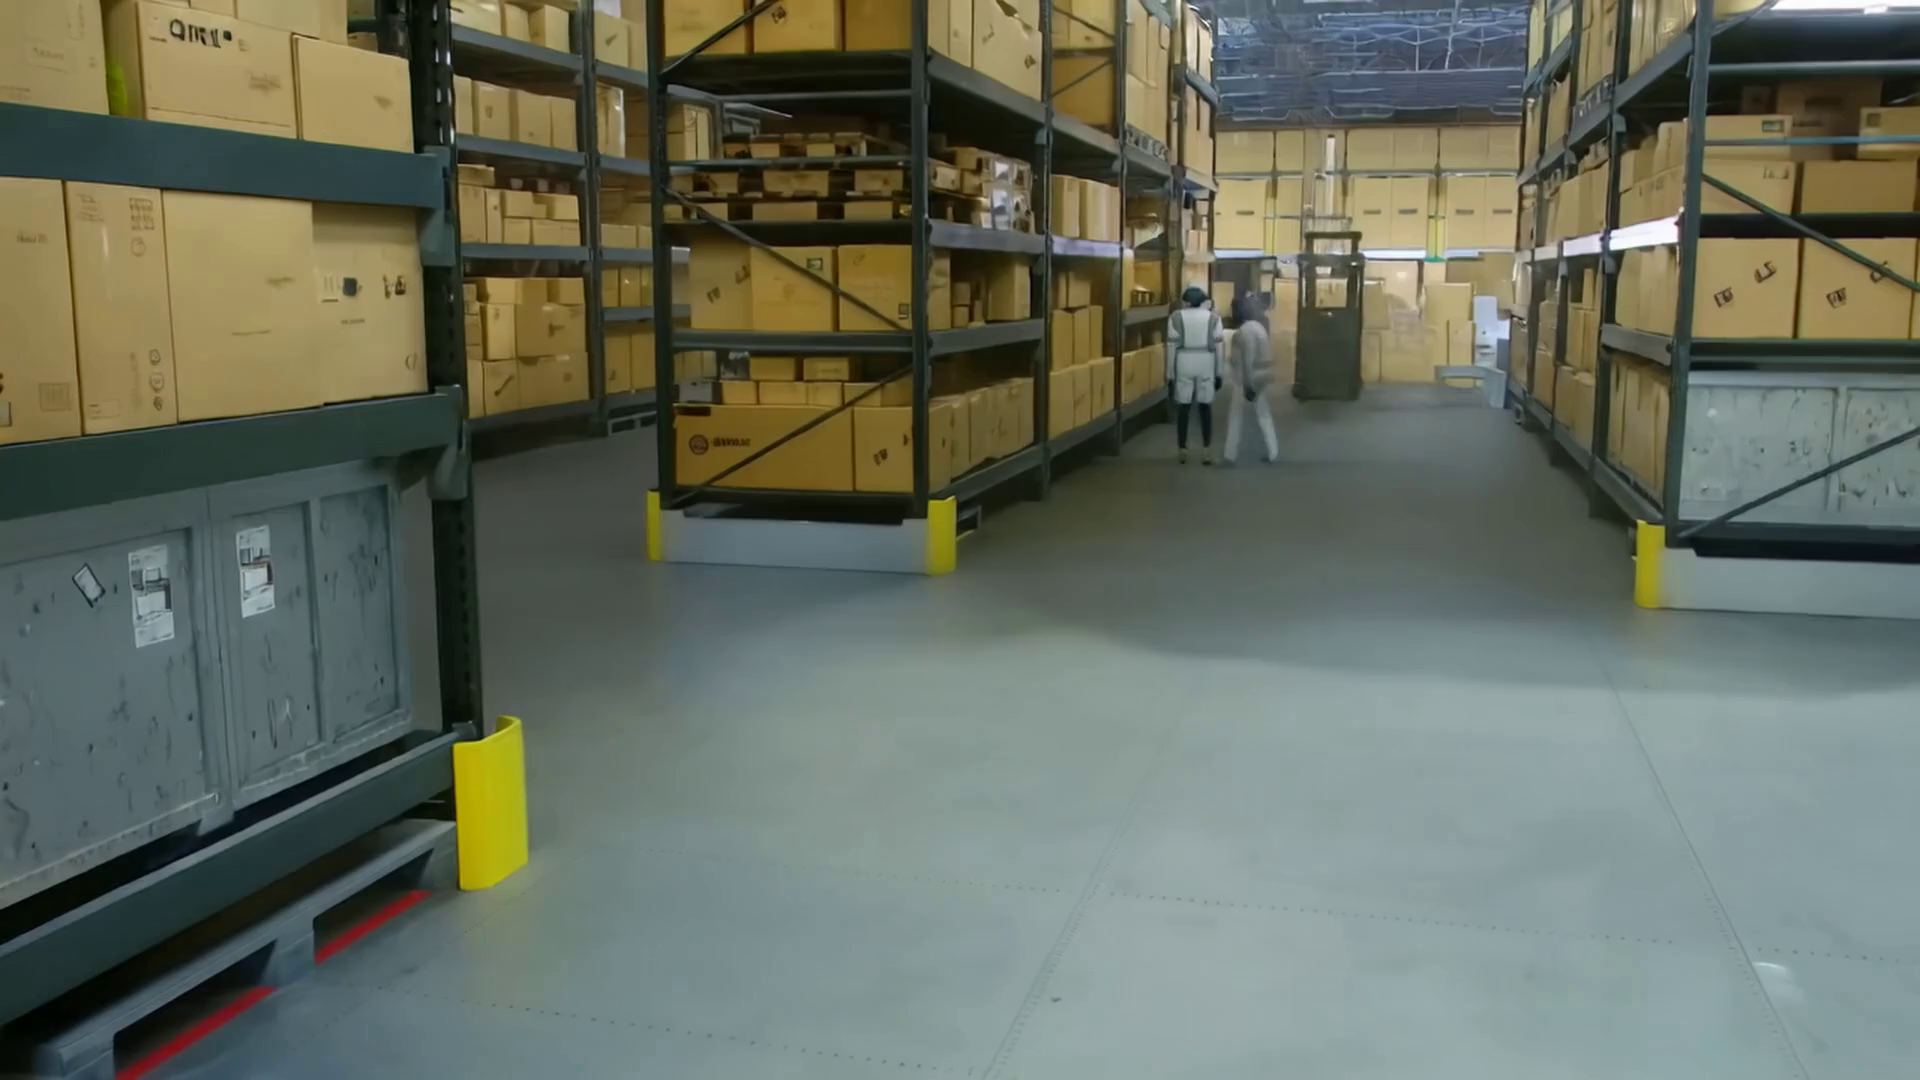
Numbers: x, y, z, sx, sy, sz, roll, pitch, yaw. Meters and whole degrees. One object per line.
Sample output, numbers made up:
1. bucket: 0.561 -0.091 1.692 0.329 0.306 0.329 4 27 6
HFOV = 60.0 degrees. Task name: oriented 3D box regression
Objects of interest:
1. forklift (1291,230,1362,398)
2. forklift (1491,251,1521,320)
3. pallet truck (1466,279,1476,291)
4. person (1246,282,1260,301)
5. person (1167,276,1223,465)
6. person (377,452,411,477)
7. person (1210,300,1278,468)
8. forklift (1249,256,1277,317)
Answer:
1. forklift: 6.329 -3.879 28.417 1.129 2.768 1.873 2 9 15
2. forklift: 16.039 -7.084 48.777 1.129 2.768 1.873 -2 9 -12
3. pallet truck: 18.896 -8.459 60.307 1.885 1.965 0.823 5 10 31
4. person: 10.934 -8.662 61.962 0.573 1.883 0.359 4 10 22
5. person: 2.532 -1.819 17.979 0.607 2.044 0.377 1 9 4
6. person: -3.800 -0.502 10.927 0.364 1.627 0.514 1 9 4
7. person: 3.093 -1.654 17.752 0.680 1.806 0.654 4 10 26
8. forklift: 10.975 -8.911 60.386 1.129 2.768 1.873 2 9 15
